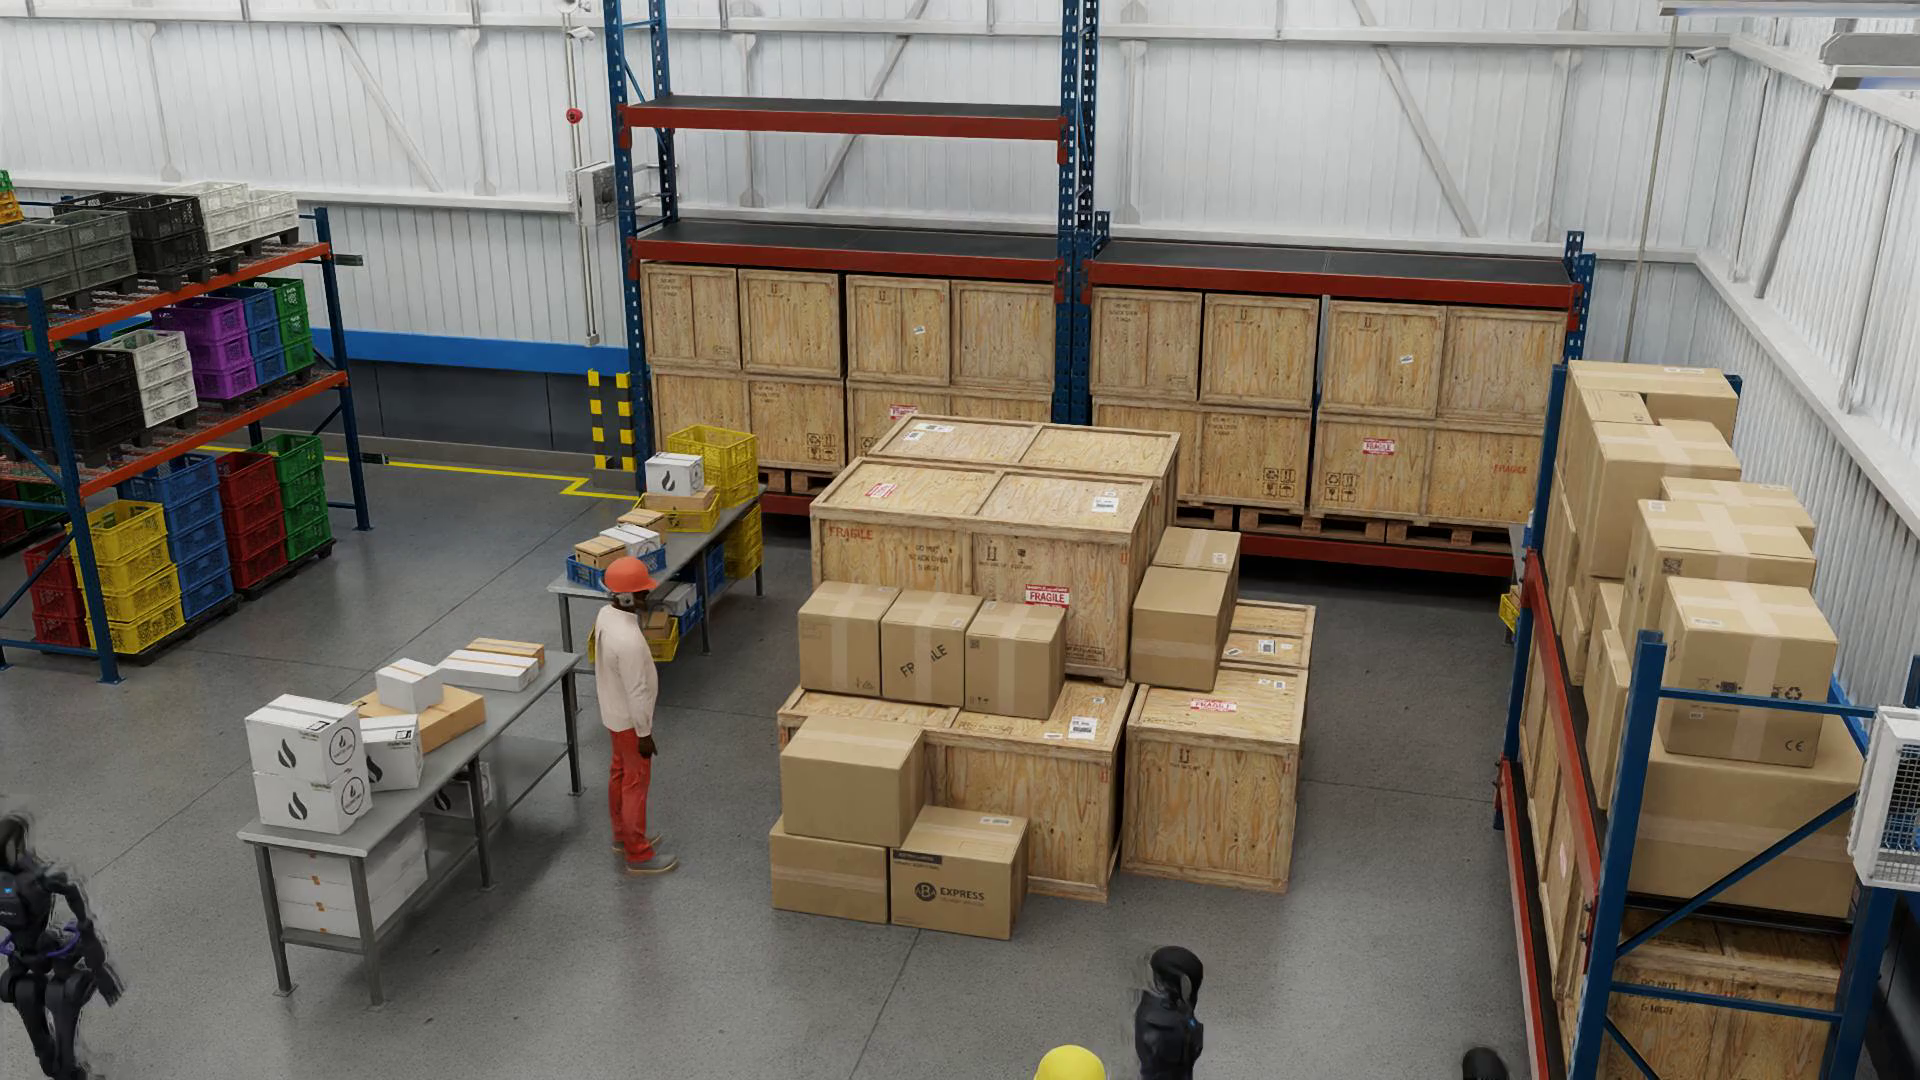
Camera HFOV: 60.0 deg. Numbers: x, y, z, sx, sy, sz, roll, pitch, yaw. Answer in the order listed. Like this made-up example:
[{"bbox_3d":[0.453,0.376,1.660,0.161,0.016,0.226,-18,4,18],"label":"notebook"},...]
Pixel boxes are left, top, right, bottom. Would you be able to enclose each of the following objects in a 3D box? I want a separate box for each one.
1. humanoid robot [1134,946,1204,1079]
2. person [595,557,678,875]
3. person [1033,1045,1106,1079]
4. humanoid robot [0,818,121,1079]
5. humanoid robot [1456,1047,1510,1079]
[{"bbox_3d":[0.822,2.396,6.841,0.651,1.639,0.582,13,24,30],"label":"humanoid robot"},{"bbox_3d":[-1.950,1.035,9.923,0.394,1.991,0.622,-10,23,-25],"label":"person"},{"bbox_3d":[0.340,2.608,5.909,0.379,1.921,0.586,3,21,9],"label":"person"},{"bbox_3d":[-4.293,2.038,7.736,0.616,1.644,0.415,1,21,3],"label":"humanoid robot"},{"bbox_3d":[1.880,2.590,6.305,0.627,1.639,0.417,-13,24,-30],"label":"humanoid robot"}]
